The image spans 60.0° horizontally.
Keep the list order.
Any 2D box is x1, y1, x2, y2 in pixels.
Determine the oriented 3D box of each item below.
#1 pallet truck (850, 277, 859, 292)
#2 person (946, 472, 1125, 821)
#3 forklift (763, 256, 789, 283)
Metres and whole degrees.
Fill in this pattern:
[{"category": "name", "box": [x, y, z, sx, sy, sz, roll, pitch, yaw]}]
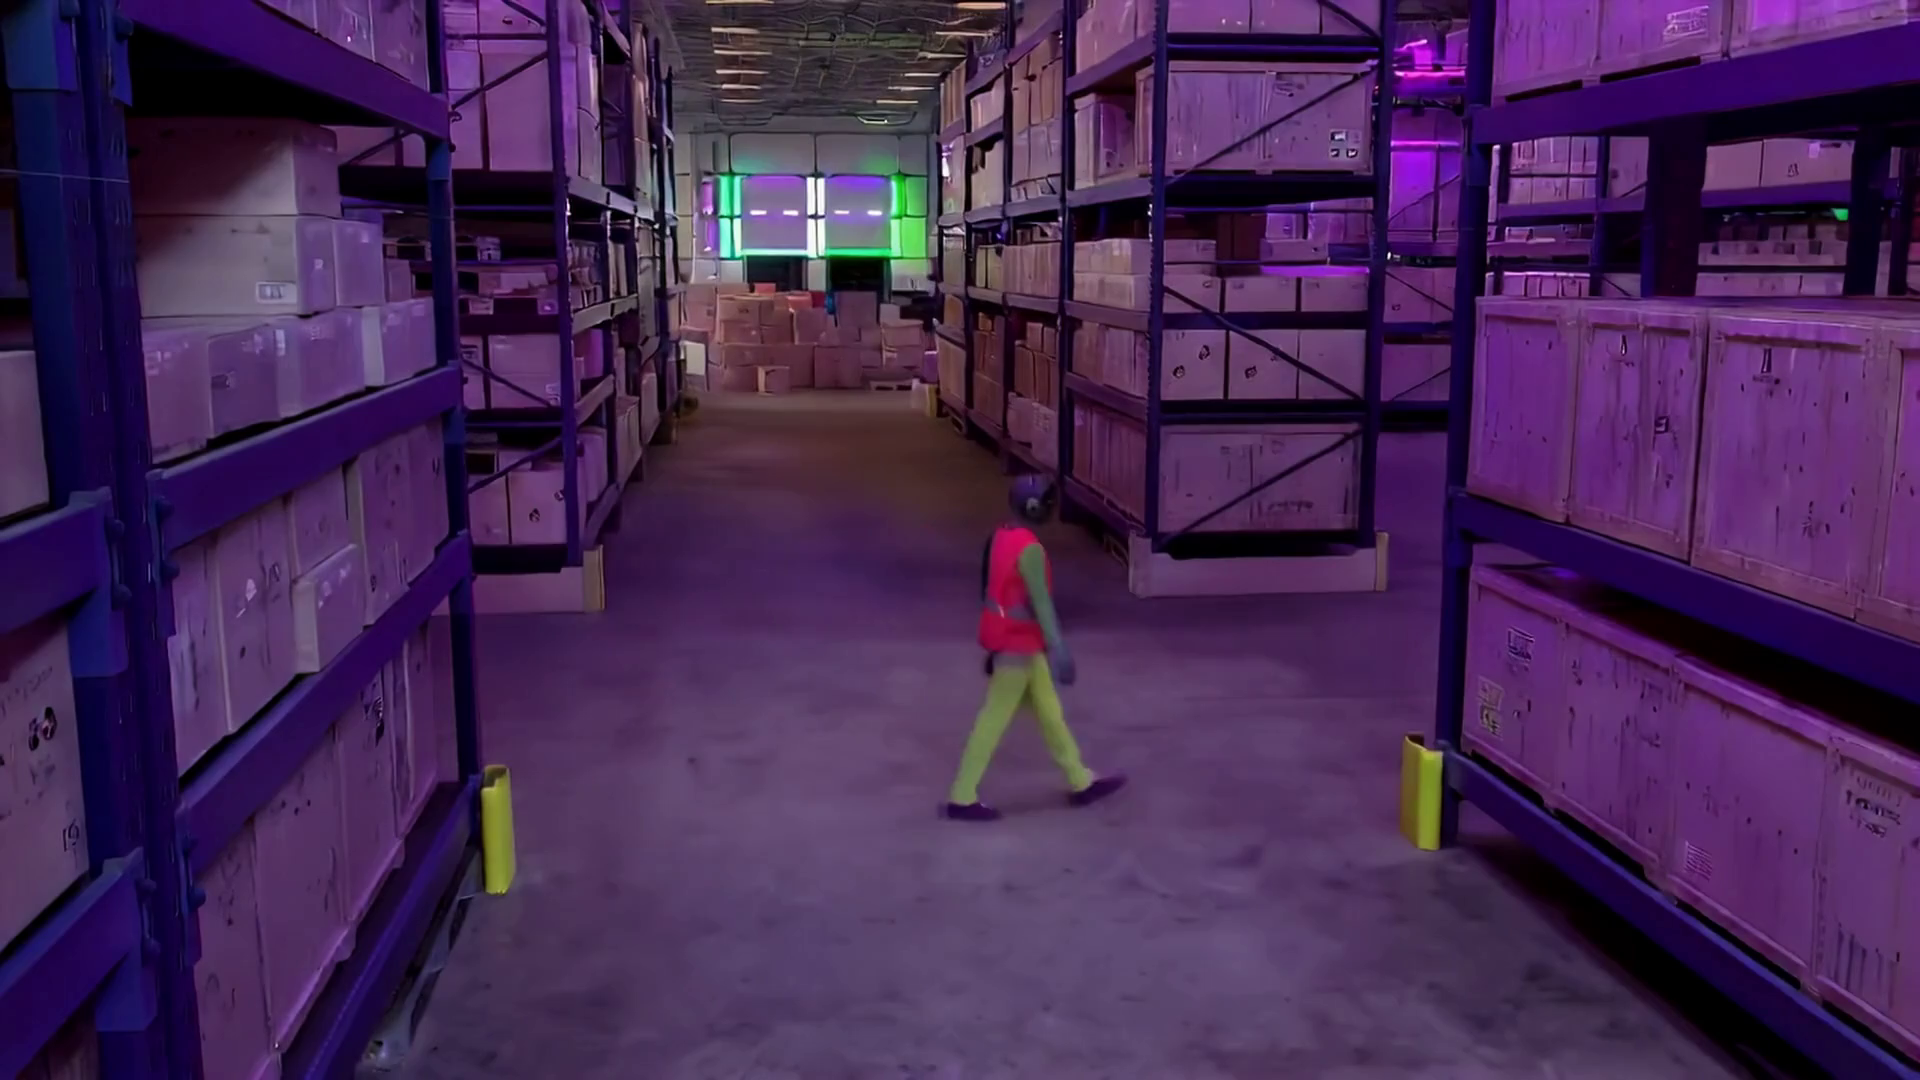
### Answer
[{"category": "pallet truck", "box": [-3.782, -9.391, 65.808, 1.885, 1.965, 0.823, 2, 10, 10]}, {"category": "person", "box": [0.371, 0.552, 8.514, 0.976, 1.794, 0.572, -1, 10, -4]}, {"category": "forklift", "box": [-6.697, -8.975, 60.817, 1.129, 2.768, 1.873, -7, 12, -34]}]
